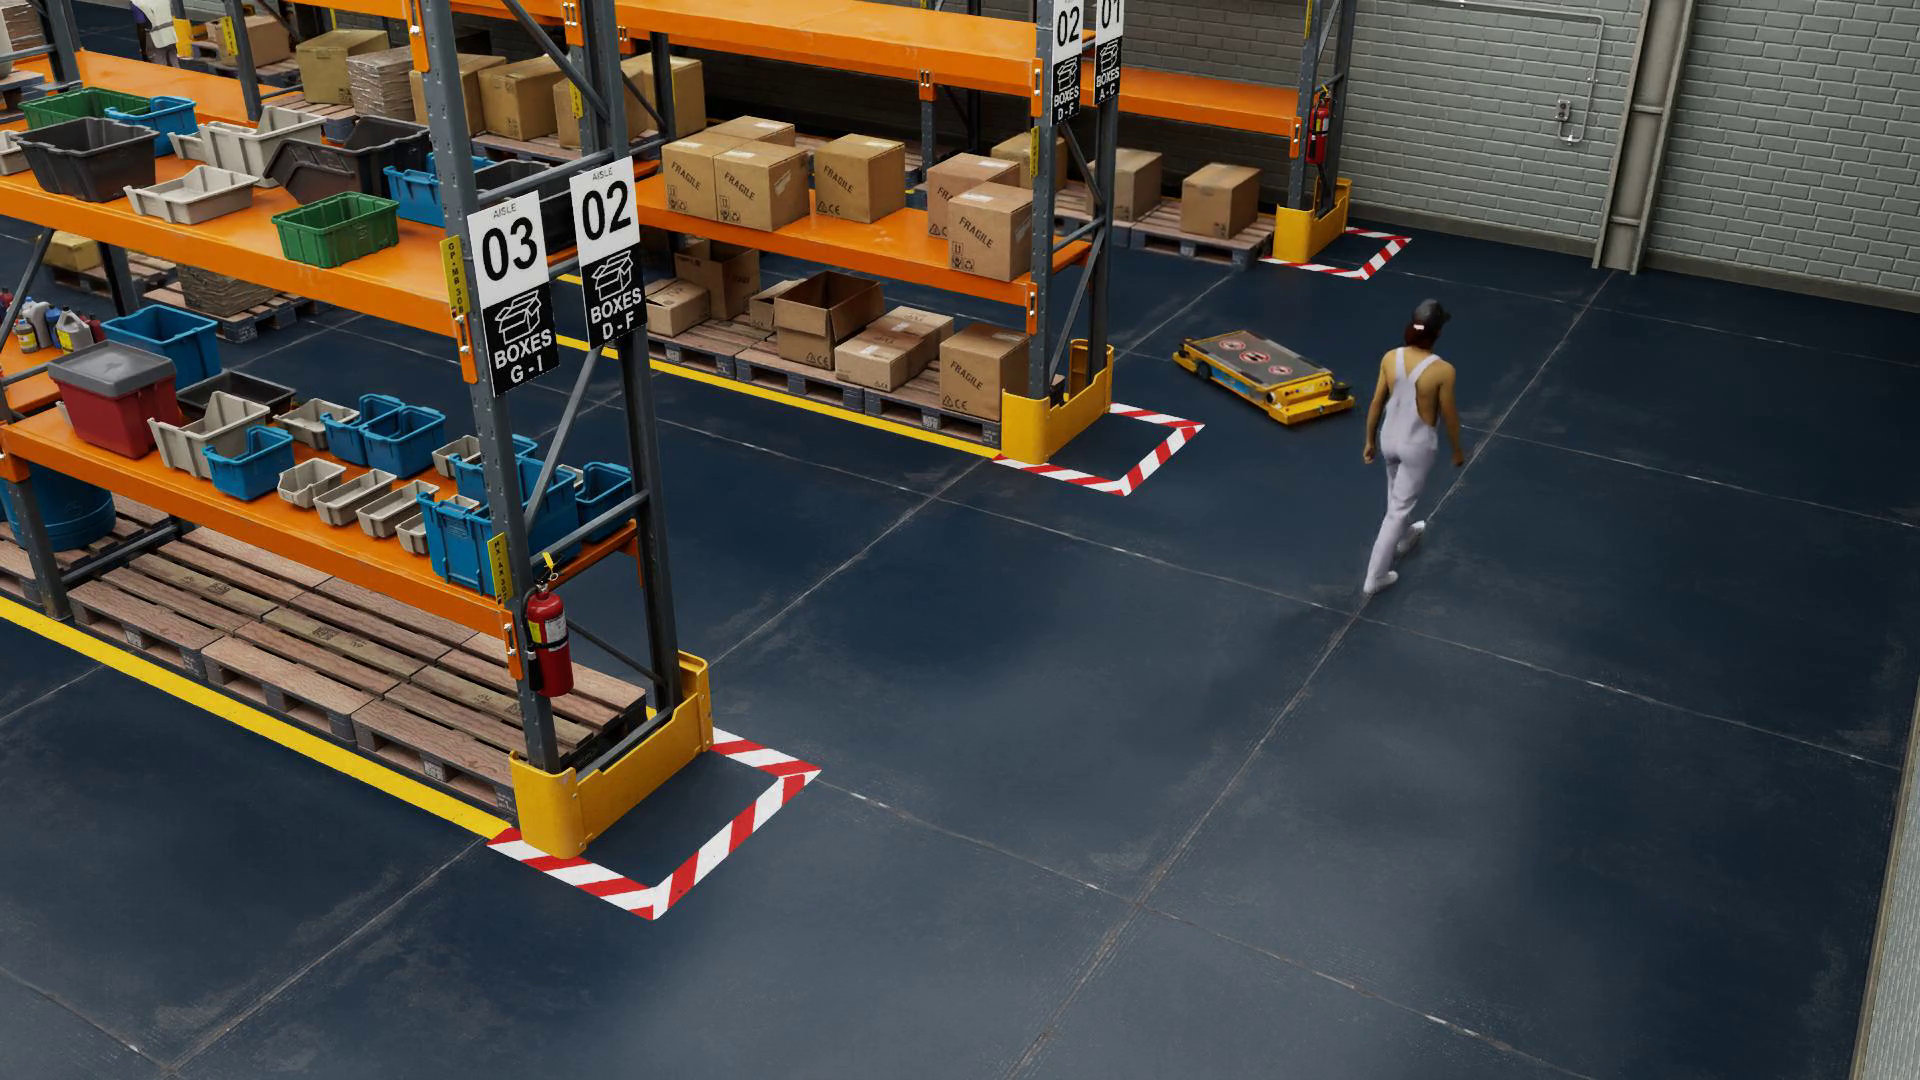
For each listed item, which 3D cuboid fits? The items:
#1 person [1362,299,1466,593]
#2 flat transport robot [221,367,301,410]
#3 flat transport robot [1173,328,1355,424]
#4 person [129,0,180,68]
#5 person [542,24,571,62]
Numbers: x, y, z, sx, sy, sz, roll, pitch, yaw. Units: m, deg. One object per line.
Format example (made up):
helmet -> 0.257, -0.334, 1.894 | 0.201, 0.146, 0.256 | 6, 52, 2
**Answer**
person -> 2.806, -0.604, 10.124 | 0.929, 1.823, 0.516 | -24, 37, -36
flat transport robot -> -5.601, -1.016, 12.456 | 1.431, 0.231, 0.659 | 19, 34, 30
flat transport robot -> 2.347, -1.298, 12.963 | 0.659, 0.231, 1.431 | -16, 33, -26
person -> -9.279, -5.724, 19.296 | 0.388, 1.839, 0.559 | 9, 30, 16
person -> -4.059, -4.480, 17.209 | 0.535, 1.691, 0.321 | 8, 30, 13
